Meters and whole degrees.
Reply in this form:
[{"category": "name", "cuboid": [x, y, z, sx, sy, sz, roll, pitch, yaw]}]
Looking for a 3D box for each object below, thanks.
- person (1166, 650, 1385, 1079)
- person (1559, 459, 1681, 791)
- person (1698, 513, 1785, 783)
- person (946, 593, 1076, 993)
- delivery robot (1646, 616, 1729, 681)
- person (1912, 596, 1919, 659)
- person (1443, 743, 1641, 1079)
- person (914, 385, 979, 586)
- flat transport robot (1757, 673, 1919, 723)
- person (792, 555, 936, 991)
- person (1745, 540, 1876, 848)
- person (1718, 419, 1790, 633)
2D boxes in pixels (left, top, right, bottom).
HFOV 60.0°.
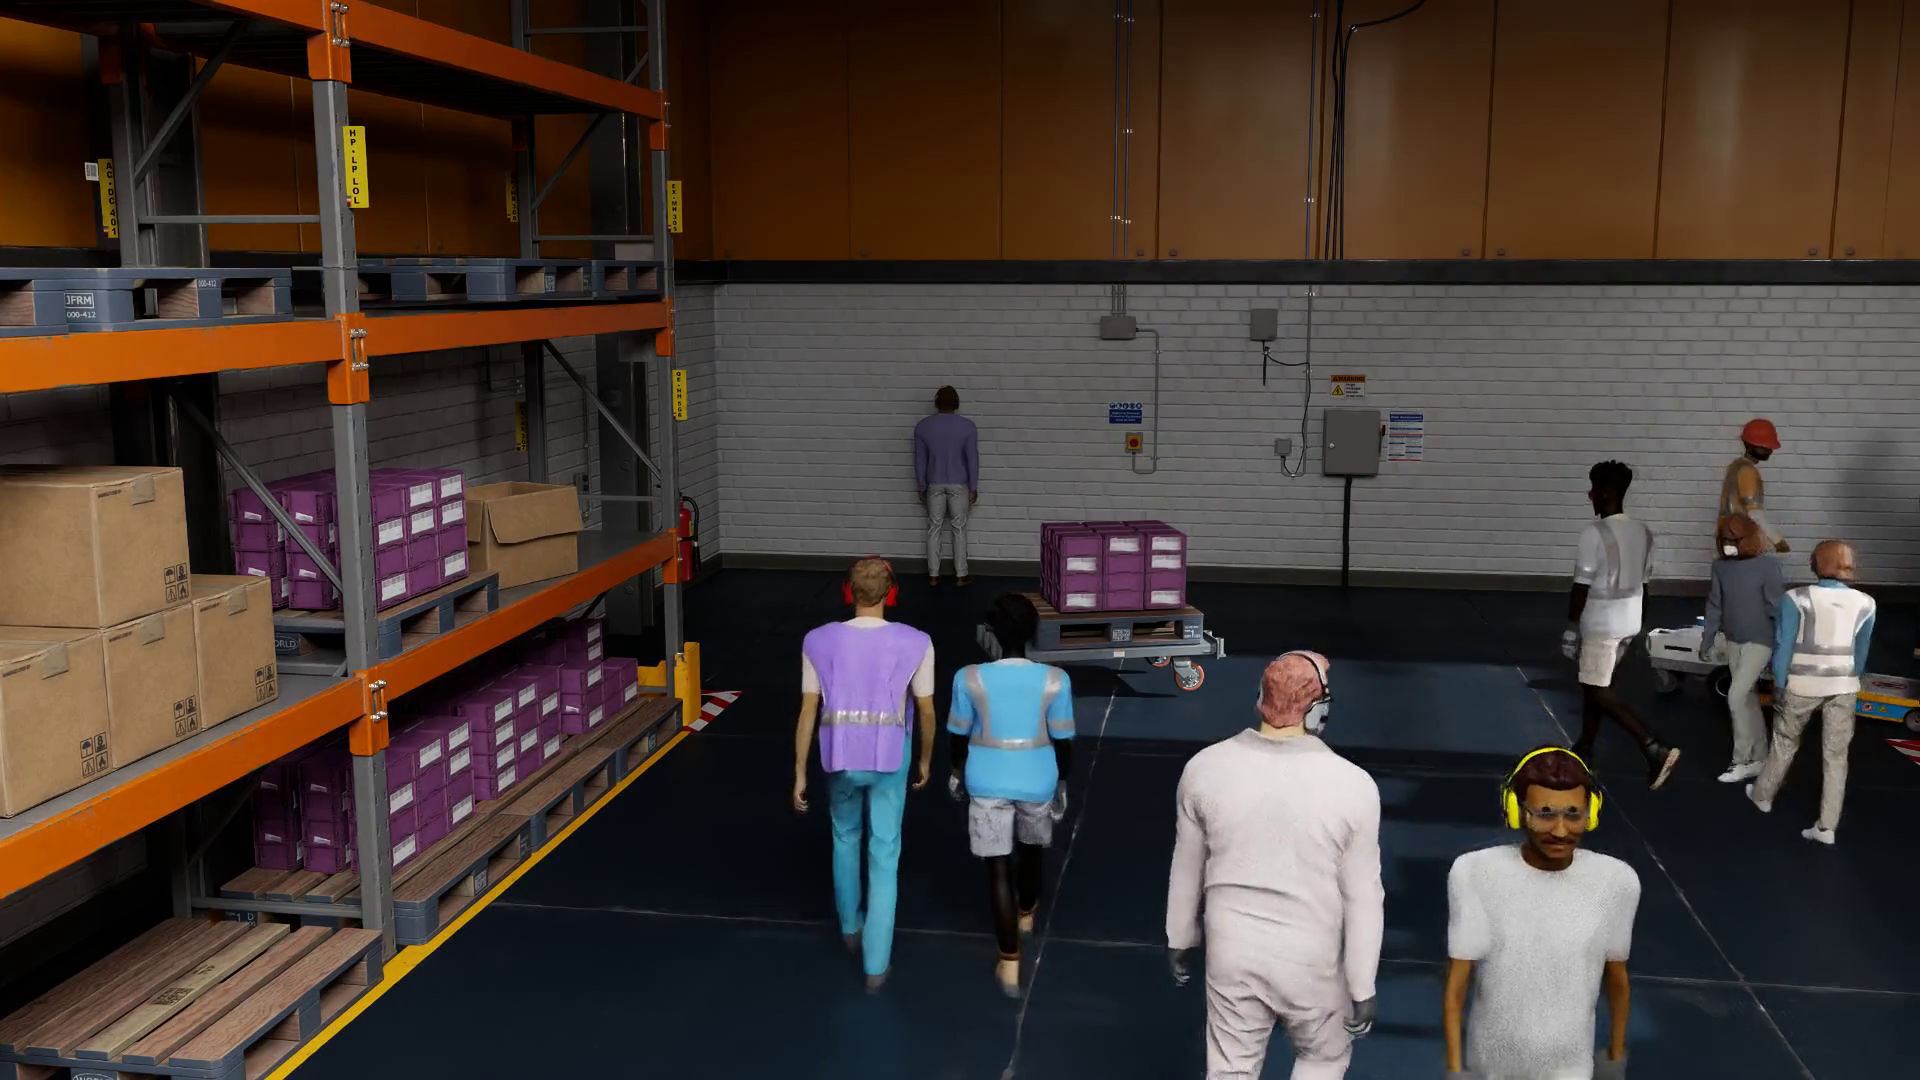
[{"category": "person", "cuboid": [0.973, 1.266, 5.138, 0.697, 1.887, 0.423, 5, 11, 30]}, {"category": "person", "cuboid": [3.864, 0.502, 9.743, 0.604, 1.933, 0.834, -7, 12, -37]}, {"category": "person", "cuboid": [4.629, 0.638, 9.880, 0.576, 1.599, 0.525, -3, 10, -17]}, {"category": "person", "cuboid": [0.202, 1.039, 7.247, 0.545, 1.658, 0.849, -1, 9, -8]}, {"category": "delivery robot", "cuboid": [5.304, 0.791, 11.900, 0.707, 0.478, 0.477, 7, 11, 35]}, {"category": "person", "cuboid": [7.593, 0.052, 12.776, 0.335, 1.845, 0.513, 1, 9, 8]}, {"category": "person", "cuboid": [1.521, 1.429, 4.374, 0.520, 1.816, 0.983, 2, 9, 12]}, {"category": "person", "cuboid": [-0.124, -0.519, 16.015, 0.631, 1.940, 0.372, 2, 9, 11]}, {"category": "flat transport robot", "cuboid": [6.233, 1.071, 11.335, 1.431, 0.197, 0.652, 8, 12, 39]}, {"category": "person", "cuboid": [-0.404, 0.967, 7.245, 0.589, 1.806, 0.819, 1, 9, 3]}, {"category": "person", "cuboid": [4.595, 0.788, 8.961, 0.532, 1.594, 0.834, 1, 9, 4]}, {"category": "person", "cuboid": [6.162, 0.001, 12.938, 0.500, 1.896, 0.565, 4, 10, 22]}]
